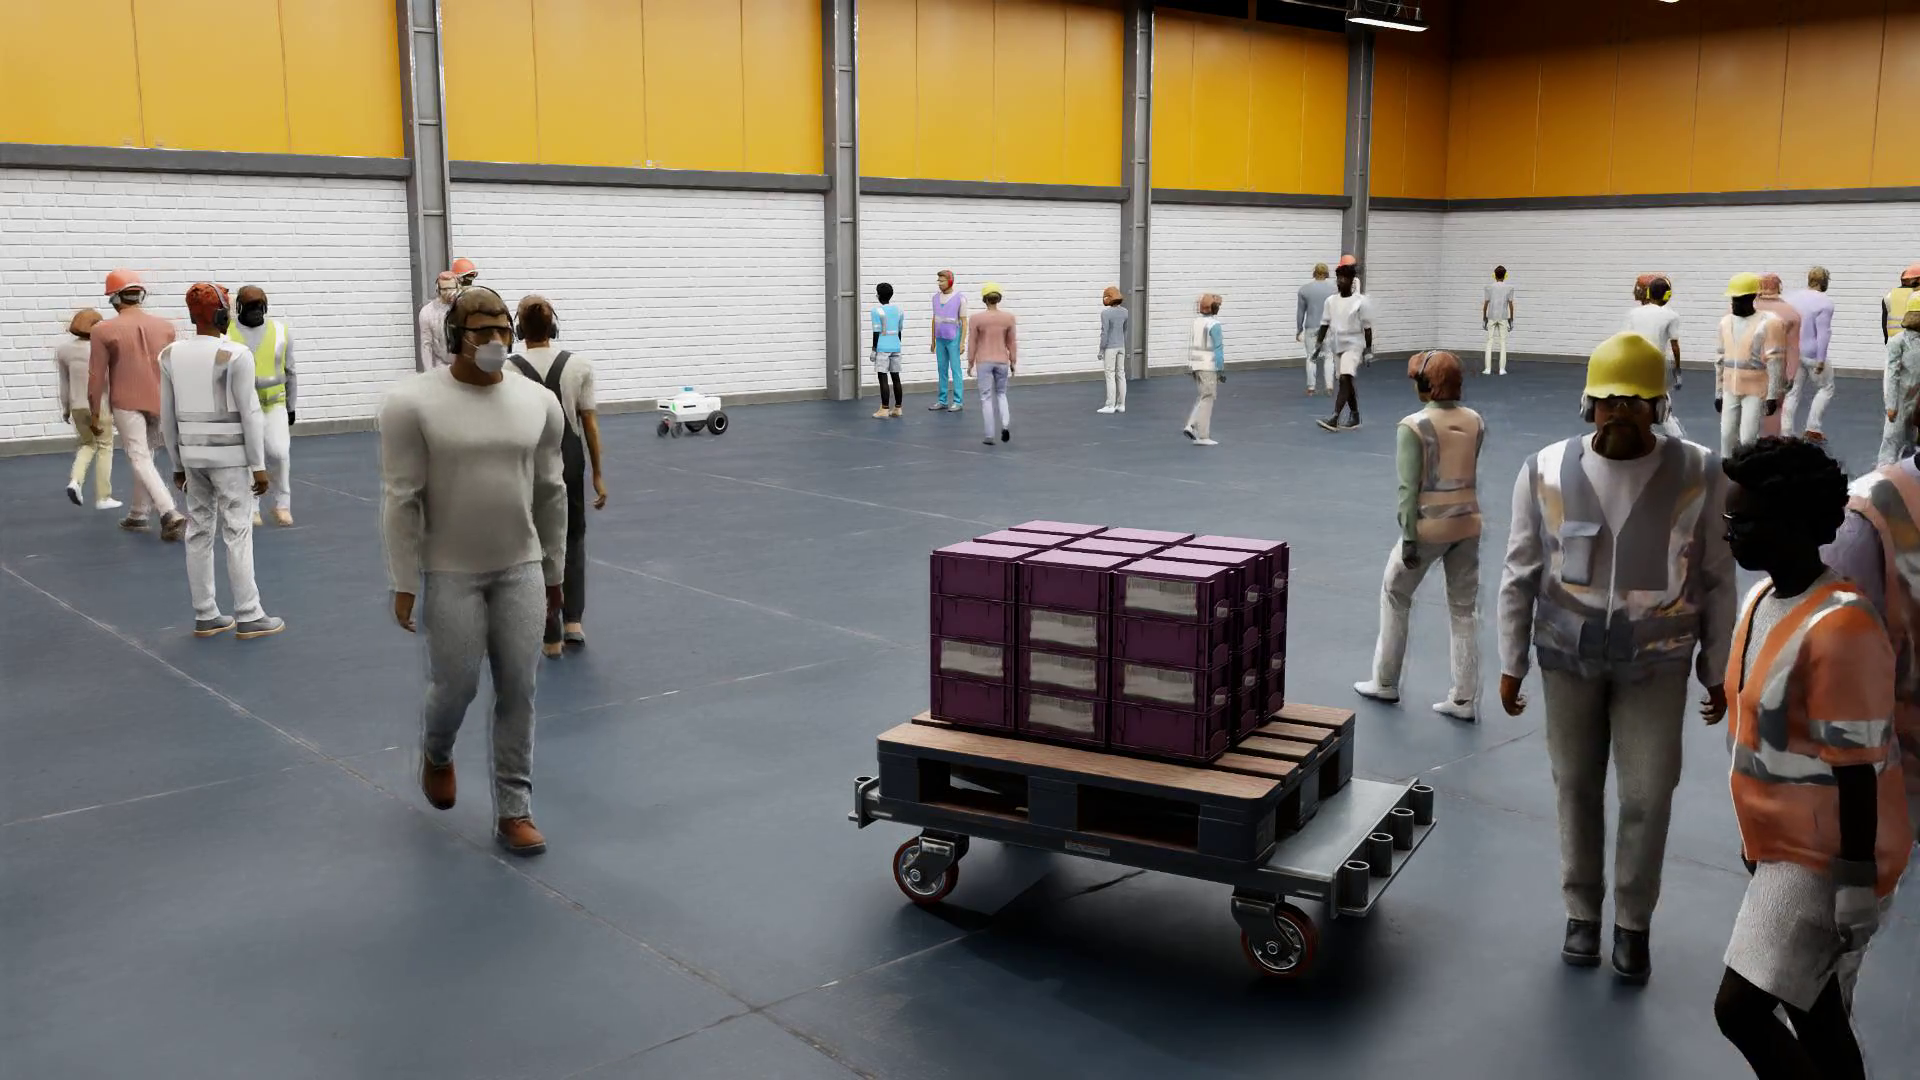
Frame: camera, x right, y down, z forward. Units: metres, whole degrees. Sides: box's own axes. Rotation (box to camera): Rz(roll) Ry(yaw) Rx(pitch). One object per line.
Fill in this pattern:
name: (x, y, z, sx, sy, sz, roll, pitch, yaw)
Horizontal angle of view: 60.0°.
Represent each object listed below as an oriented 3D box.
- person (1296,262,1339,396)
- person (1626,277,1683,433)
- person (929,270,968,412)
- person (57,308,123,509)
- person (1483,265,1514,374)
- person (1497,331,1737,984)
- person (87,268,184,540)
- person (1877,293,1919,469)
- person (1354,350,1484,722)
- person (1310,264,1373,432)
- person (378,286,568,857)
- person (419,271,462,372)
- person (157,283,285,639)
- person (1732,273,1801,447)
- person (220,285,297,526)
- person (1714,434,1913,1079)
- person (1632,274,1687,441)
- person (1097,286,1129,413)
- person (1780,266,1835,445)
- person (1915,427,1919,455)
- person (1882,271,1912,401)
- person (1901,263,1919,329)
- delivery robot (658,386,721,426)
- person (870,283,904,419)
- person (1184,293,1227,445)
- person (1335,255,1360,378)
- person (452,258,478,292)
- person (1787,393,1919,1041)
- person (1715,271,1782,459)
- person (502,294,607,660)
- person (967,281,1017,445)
person: (5.189, -3.044, 24.076, 0.644, 1.939, 0.406, 2, 10, 13)
person: (6.799, -1.653, 16.300, 1.040, 1.799, 0.532, -8, 12, -38)
person: (-0.137, -2.596, 21.717, 0.568, 1.840, 0.374, 8, 13, 41)
person: (-6.919, -1.037, 13.253, 0.519, 1.614, 0.389, 2, 10, 10)
person: (9.233, -3.766, 28.516, 0.509, 1.864, 0.331, 4, 10, 20)
person: (1.809, 0.336, 4.628, 0.609, 1.814, 0.521, 5, 11, 27)
person: (-5.882, -0.974, 11.946, 1.004, 1.952, 0.626, 7, 12, 35)
person: (7.451, -1.057, 12.999, 0.484, 1.744, 0.294, -3, 10, -17)
person: (2.062, -0.030, 7.381, 0.523, 1.608, 0.726, -5, 11, -25)
person: (4.399, -2.210, 19.218, 0.974, 1.916, 0.622, -7, 12, -36)
person: (-1.653, 0.099, 5.692, 0.641, 1.926, 0.614, -7, 12, -34)
person: (-4.829, -1.643, 16.027, 0.692, 1.881, 0.501, -2, 10, -13)
person: (-3.927, -0.410, 8.804, 0.576, 1.882, 0.362, 3, 10, 16)
person: (7.714, -1.632, 16.003, 0.637, 1.872, 0.801, 6, 11, 29)
person: (-5.243, -0.983, 12.378, 0.632, 1.815, 0.618, -5, 11, -29)
person: (1.713, 0.625, 3.365, 0.431, 1.666, 0.551, 2, 10, 10)
person: (7.066, -1.805, 17.100, 0.939, 1.851, 0.579, 3, 10, 16)
person: (1.978, -2.457, 21.516, 0.497, 1.632, 0.289, -9, 13, -44)
person: (9.118, -1.963, 17.804, 0.625, 1.919, 0.642, -3, 10, -18)
person: (4.156, -0.112, 6.645, 0.633, 2.019, 0.602, 6, 11, 32)
person: (13.141, -2.835, 23.124, 0.429, 1.844, 0.627, -6, 11, -31)
person: (12.399, -2.624, 21.667, 0.450, 1.923, 0.587, 2, 10, 11)
delivery robot: (-3.054, -1.496, 18.765, 0.477, 0.478, 0.707, 9, 13, 43)
person: (-0.920, -2.363, 20.775, 0.317, 1.697, 0.540, 8, 13, 40)
person: (2.653, -1.815, 17.766, 0.366, 1.624, 0.525, -3, 10, -16)
person: (6.406, -3.688, 27.534, 0.395, 2.038, 0.615, 5, 11, 25)
person: (-5.400, -2.087, 18.293, 0.377, 1.995, 0.608, 3, 10, 18)
person: (2.168, 0.516, 3.584, 0.651, 1.810, 0.828, -2, 10, -12)
person: (6.437, -1.231, 13.571, 0.611, 1.903, 0.622, -5, 11, -27)
person: (-2.091, -0.320, 8.426, 0.556, 1.828, 0.534, -3, 10, -18)
person: (0.335, -1.894, 17.865, 0.524, 1.755, 0.376, -3, 10, -15)
